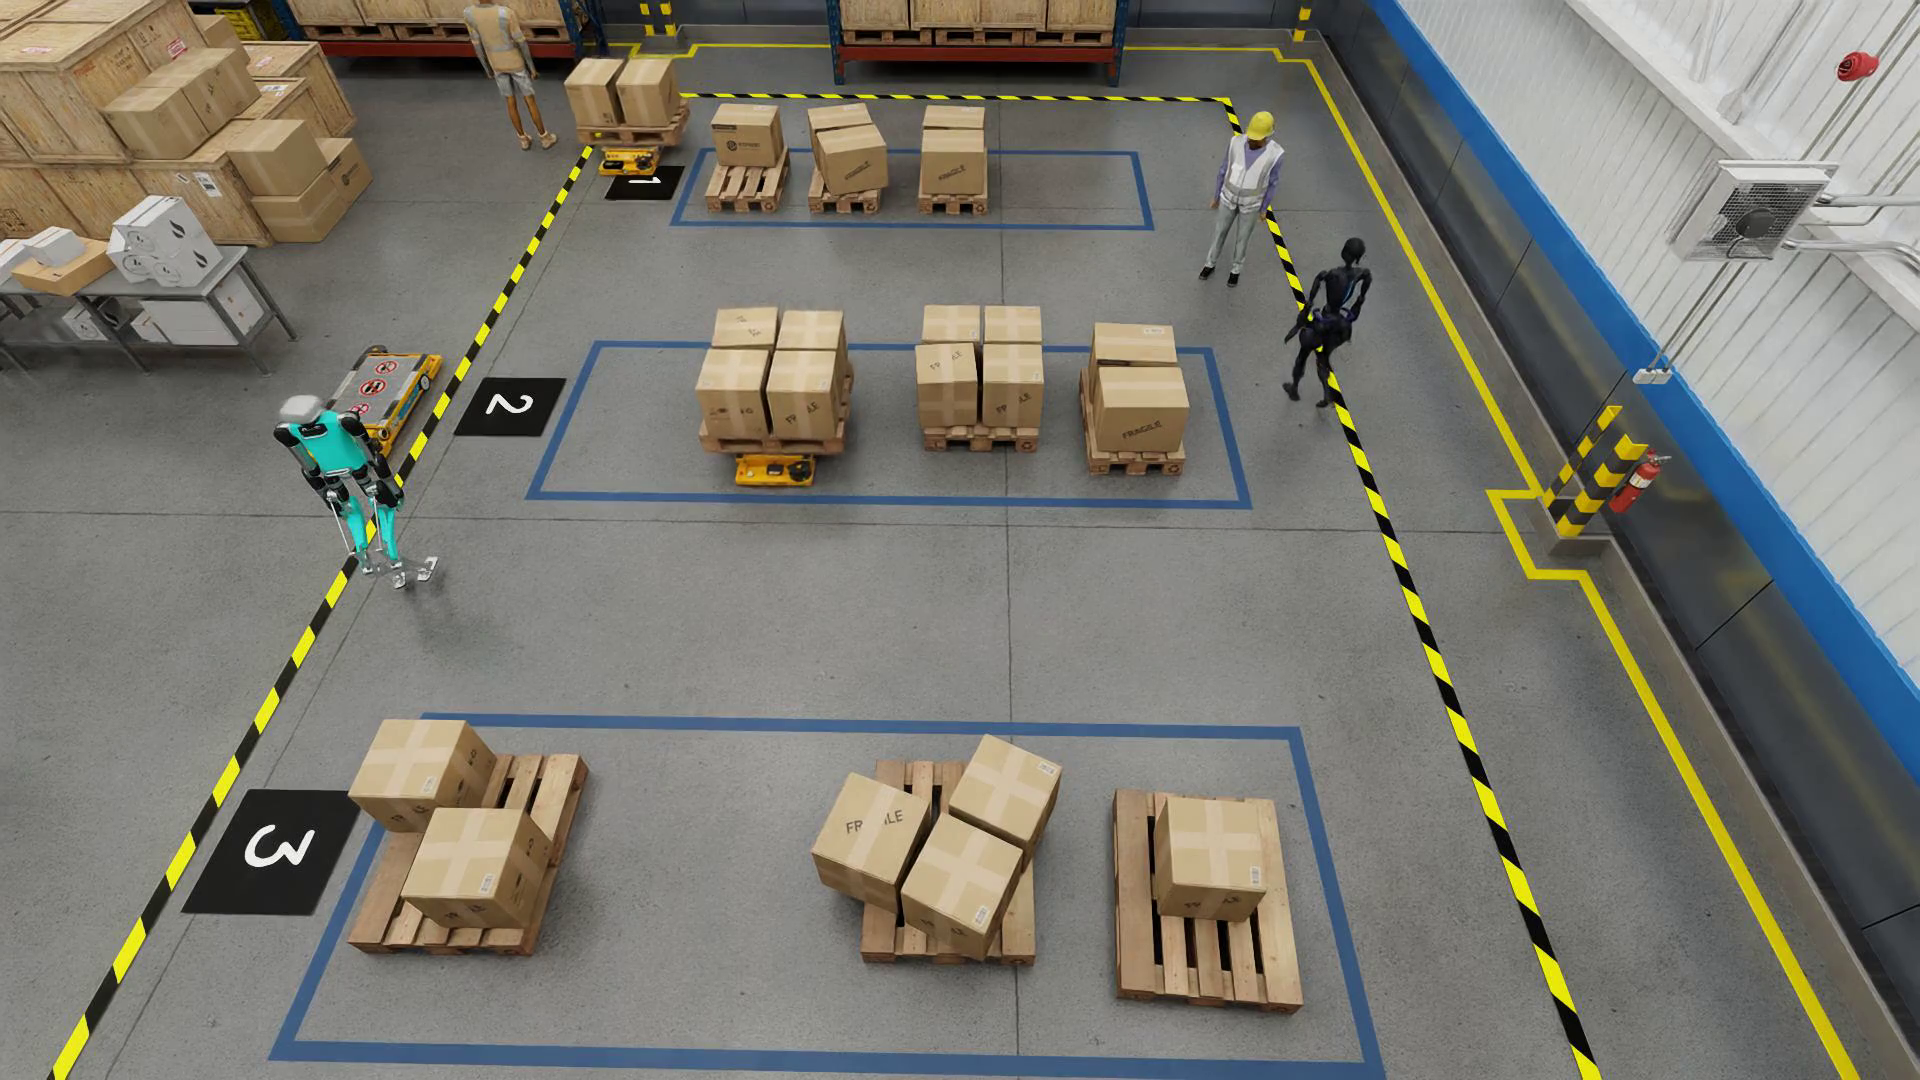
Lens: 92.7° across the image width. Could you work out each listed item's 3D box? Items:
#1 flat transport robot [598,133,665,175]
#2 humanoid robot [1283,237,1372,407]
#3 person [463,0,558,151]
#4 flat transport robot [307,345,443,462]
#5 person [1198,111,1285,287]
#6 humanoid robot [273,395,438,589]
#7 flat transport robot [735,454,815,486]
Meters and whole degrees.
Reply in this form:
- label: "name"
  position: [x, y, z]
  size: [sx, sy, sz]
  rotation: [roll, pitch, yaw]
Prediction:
- label: "flat transport robot"
  position: [-4.092, -5.083, 11.650]
  size: [0.652, 0.197, 1.431]
  rotation: [1, 50, 1]
- label: "humanoid robot"
  position: [3.208, -1.823, 7.995]
  size: [0.609, 1.642, 0.531]
  rotation: [-8, 50, -7]
- label: "person"
  position: [-5.456, -5.761, 11.082]
  size: [0.615, 2.039, 0.383]
  rotation: [-2, 50, -2]
- label: "flat transport robot"
  position: [-5.383, -1.269, 8.441]
  size: [0.659, 0.231, 1.431]
  rotation: [1, 50, 1]
- label: "person"
  position: [2.835, -3.422, 9.244]
  size: [0.586, 1.822, 0.403]
  rotation: [22, 53, 17]
- label: "humanoid robot"
  position: [-4.274, -0.203, 6.489]
  size: [0.533, 1.677, 0.735]
  rotation: [-11, 51, -9]
- label: "flat transport robot"
  position: [-1.587, -1.065, 8.250]
  size: [0.652, 0.197, 1.431]
  rotation: [1, 50, 1]
